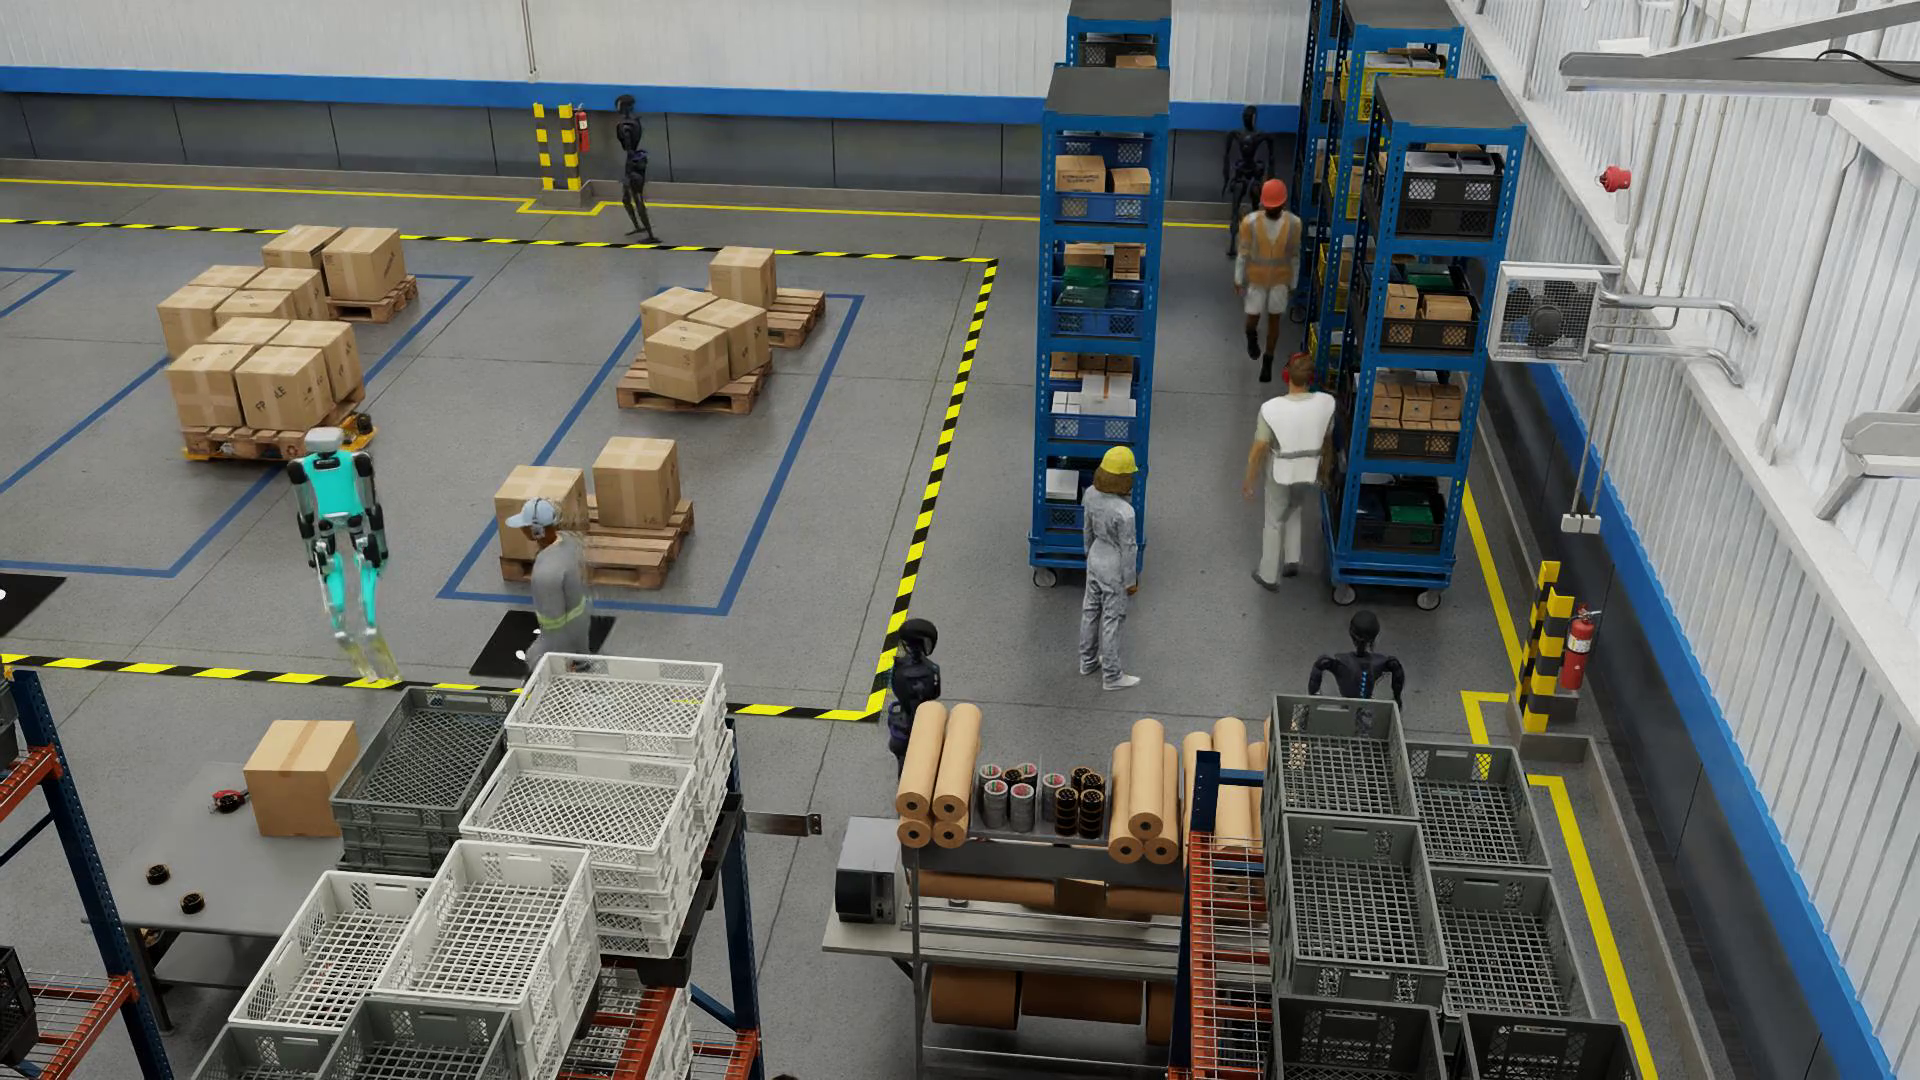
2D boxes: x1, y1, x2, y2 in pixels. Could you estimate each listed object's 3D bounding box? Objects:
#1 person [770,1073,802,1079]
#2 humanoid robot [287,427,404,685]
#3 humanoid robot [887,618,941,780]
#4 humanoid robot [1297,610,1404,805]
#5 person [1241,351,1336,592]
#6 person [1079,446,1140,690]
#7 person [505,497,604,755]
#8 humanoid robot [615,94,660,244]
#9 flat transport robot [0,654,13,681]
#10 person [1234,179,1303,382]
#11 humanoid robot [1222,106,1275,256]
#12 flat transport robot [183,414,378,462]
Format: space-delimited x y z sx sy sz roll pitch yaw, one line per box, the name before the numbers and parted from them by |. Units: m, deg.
person | -0.629 2.728 6.403 0.515 1.865 0.327 20 36 31
humanoid robot | -4.021 0.198 10.888 0.553 1.772 0.805 -6 31 -10
humanoid robot | -0.293 1.130 9.337 0.424 1.647 0.584 -2 30 -4
humanoid robot | 2.160 1.099 9.407 0.612 1.634 0.641 -1 30 -2
person | 2.348 -0.466 11.926 0.677 1.826 0.470 -7 31 -12
person | 0.996 0.178 10.904 0.303 1.740 0.484 -19 35 -29
person | -2.541 0.560 10.153 0.686 1.831 0.625 0 30 0
humanoid robot | -3.594 -4.055 18.243 0.504 1.648 0.601 -2 30 -4
flat transport robot | -7.142 0.969 11.010 1.431 0.231 0.659 3 30 6
person | 2.799 -2.404 15.167 0.578 1.913 0.577 3 30 4
humanoid robot | 3.146 -3.910 18.043 0.600 1.620 0.815 10 32 17
flat transport robot | -5.790 -0.891 14.176 1.431 0.197 0.652 3 30 6
